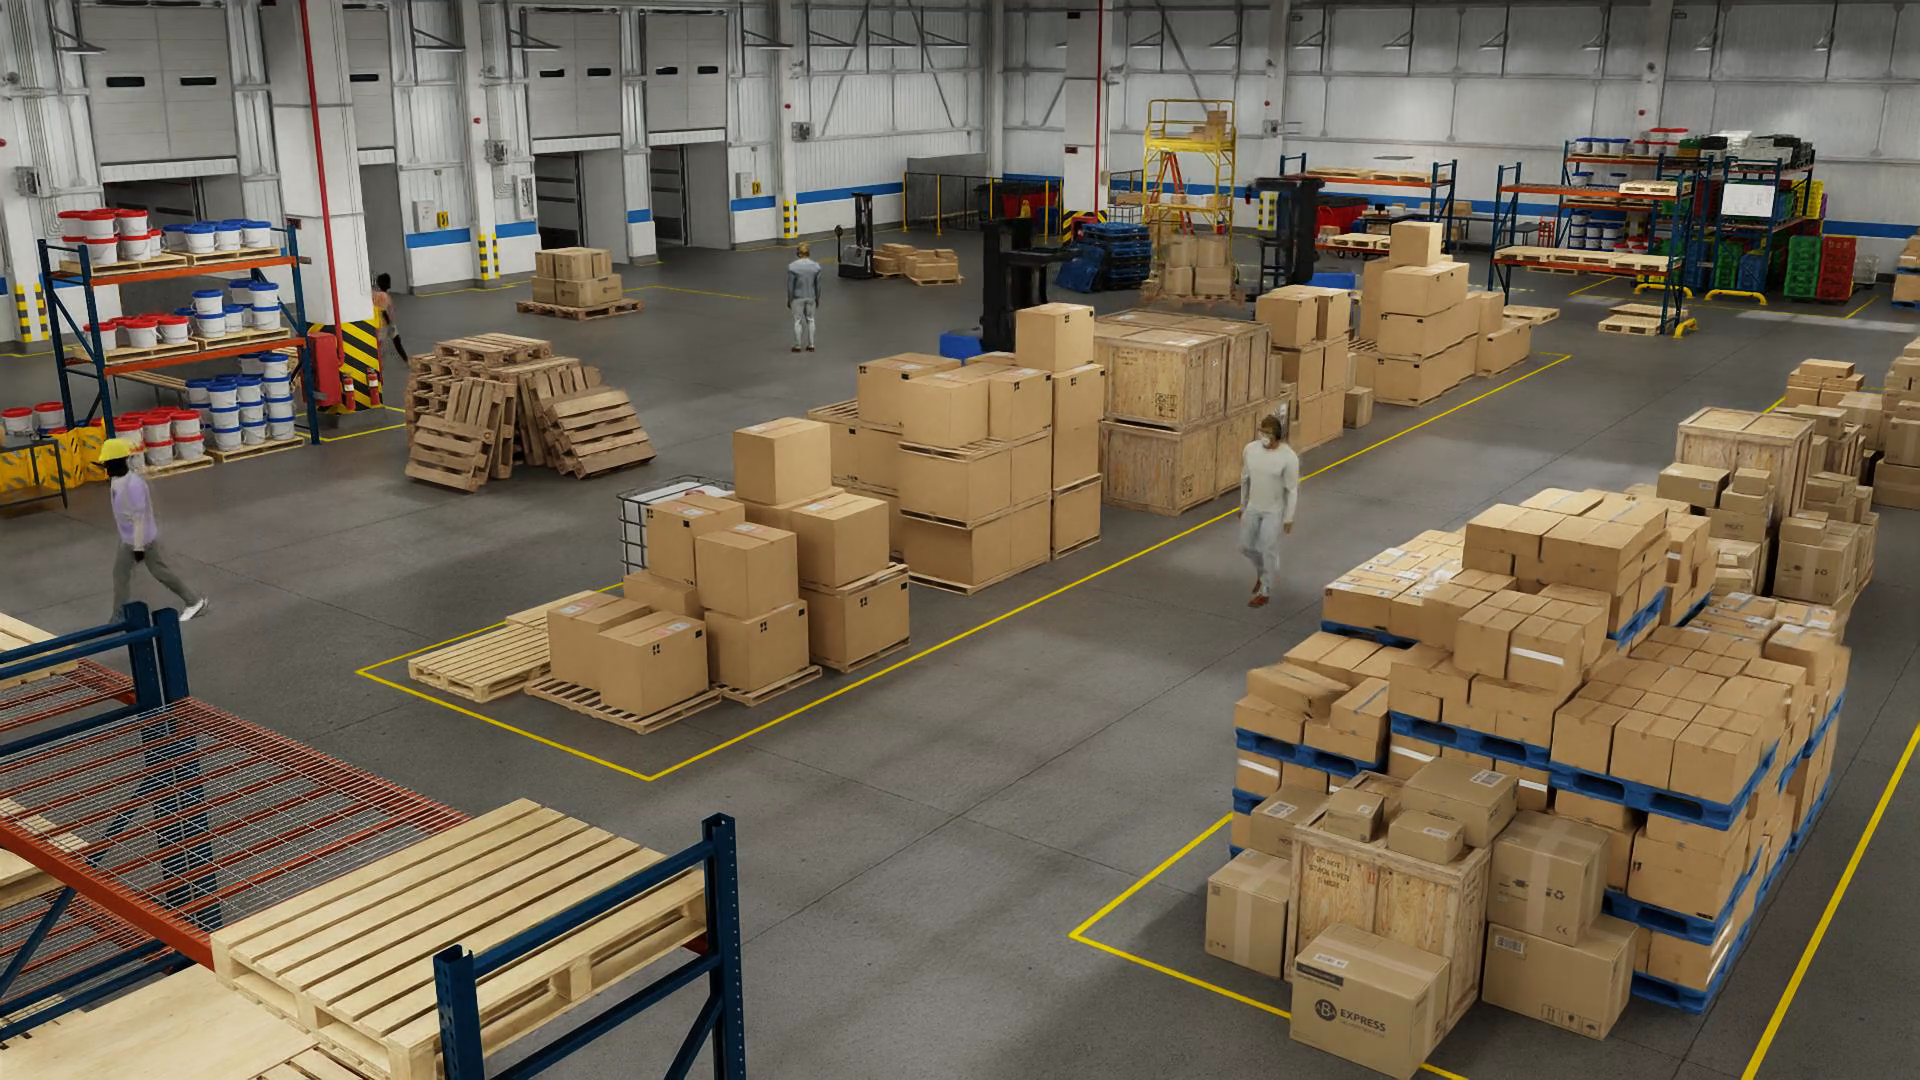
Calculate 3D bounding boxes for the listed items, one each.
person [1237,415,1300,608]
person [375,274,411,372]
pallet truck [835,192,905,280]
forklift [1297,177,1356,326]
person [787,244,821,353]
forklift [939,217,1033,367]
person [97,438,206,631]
[{"bbox_3d":[3.002,-0.282,16.325,0.649,1.929,0.443,16,23,42],"label":"person"},{"bbox_3d":[-9.585,-3.633,27.893,0.882,1.650,0.550,-1,17,-2],"label":"person"},{"bbox_3d":[-1.936,-7.159,38.982,1.885,1.965,0.823,-12,21,-34],"label":"pallet truck"},{"bbox_3d":[6.753,-5.603,32.328,1.873,2.768,1.129,3,17,10],"label":"forklift"},{"bbox_3d":[-2.777,-4.296,29.631,0.640,1.927,0.388,-9,19,-27],"label":"person"},{"bbox_3d":[0.690,-3.440,25.166,1.873,2.768,1.129,12,21,35],"label":"forklift"},{"bbox_3d":[-7.733,-0.068,15.716,0.606,1.884,0.986,15,22,41],"label":"person"}]
